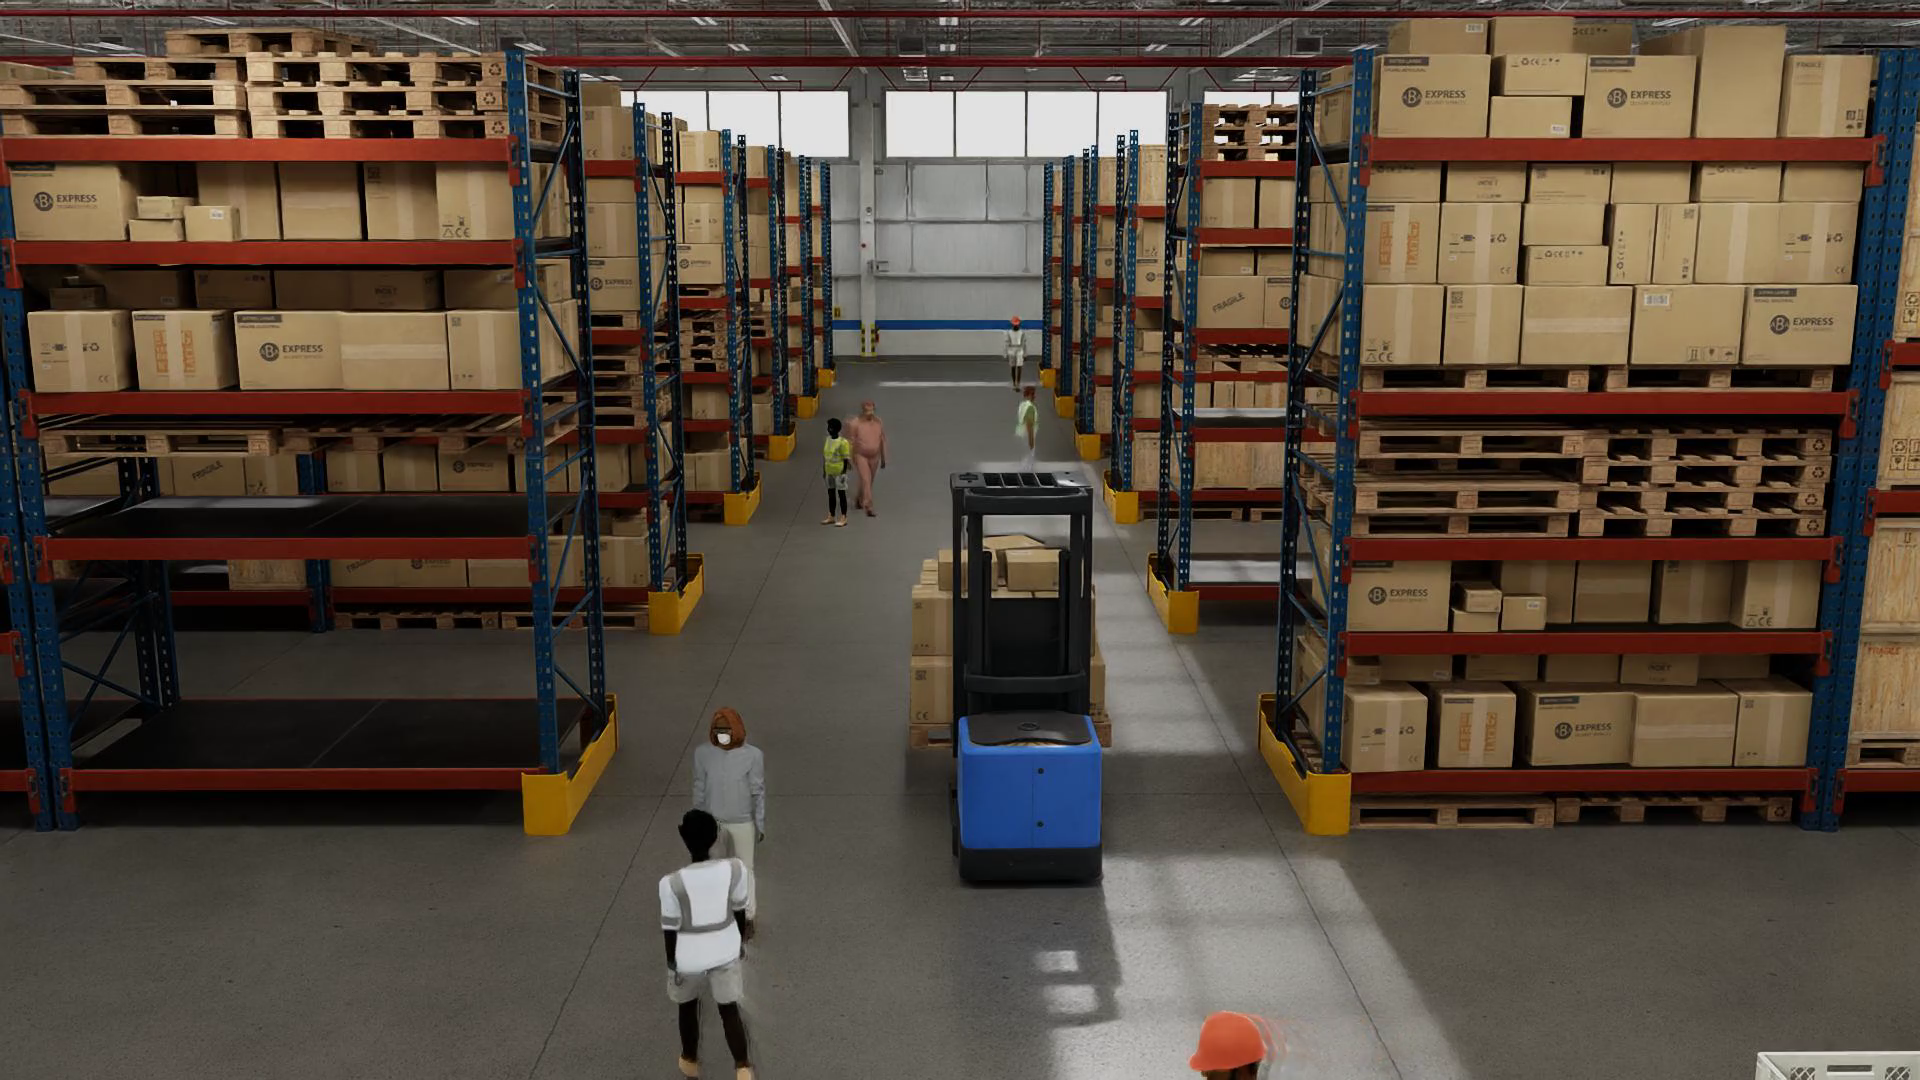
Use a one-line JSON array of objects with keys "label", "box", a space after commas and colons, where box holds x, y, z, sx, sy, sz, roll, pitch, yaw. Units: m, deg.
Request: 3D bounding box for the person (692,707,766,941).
[{"label": "person", "box": [-1.567, 1.919, 11.291, 0.498, 1.634, 0.281, 1, 11, 5]}]

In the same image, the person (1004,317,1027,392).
[{"label": "person", "box": [1.488, -4.975, 44.606, 0.624, 1.989, 1.075, 0, 11, 2]}]

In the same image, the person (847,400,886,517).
[{"label": "person", "box": [-1.526, -1.349, 26.928, 0.648, 1.872, 0.890, -6, 13, -29]}]

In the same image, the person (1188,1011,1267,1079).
[{"label": "person", "box": [1.195, 2.744, 6.587, 0.880, 1.898, 0.546, -2, 12, -9]}]

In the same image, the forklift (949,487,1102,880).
[{"label": "forklift", "box": [0.495, 0.986, 12.813, 1.129, 2.768, 1.873, 0, 11, -2]}]

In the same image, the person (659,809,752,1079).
[{"label": "person", "box": [-1.392, 2.313, 9.239, 0.535, 1.674, 0.764, -6, 13, -26]}]

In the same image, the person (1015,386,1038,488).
[{"label": "person", "box": [1.185, -1.799, 29.298, 0.385, 1.813, 0.709, -2, 12, -12]}]

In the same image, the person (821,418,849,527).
[{"label": "person", "box": [-1.941, -1.052, 25.859, 0.532, 1.697, 0.319, 10, 15, 41]}]
